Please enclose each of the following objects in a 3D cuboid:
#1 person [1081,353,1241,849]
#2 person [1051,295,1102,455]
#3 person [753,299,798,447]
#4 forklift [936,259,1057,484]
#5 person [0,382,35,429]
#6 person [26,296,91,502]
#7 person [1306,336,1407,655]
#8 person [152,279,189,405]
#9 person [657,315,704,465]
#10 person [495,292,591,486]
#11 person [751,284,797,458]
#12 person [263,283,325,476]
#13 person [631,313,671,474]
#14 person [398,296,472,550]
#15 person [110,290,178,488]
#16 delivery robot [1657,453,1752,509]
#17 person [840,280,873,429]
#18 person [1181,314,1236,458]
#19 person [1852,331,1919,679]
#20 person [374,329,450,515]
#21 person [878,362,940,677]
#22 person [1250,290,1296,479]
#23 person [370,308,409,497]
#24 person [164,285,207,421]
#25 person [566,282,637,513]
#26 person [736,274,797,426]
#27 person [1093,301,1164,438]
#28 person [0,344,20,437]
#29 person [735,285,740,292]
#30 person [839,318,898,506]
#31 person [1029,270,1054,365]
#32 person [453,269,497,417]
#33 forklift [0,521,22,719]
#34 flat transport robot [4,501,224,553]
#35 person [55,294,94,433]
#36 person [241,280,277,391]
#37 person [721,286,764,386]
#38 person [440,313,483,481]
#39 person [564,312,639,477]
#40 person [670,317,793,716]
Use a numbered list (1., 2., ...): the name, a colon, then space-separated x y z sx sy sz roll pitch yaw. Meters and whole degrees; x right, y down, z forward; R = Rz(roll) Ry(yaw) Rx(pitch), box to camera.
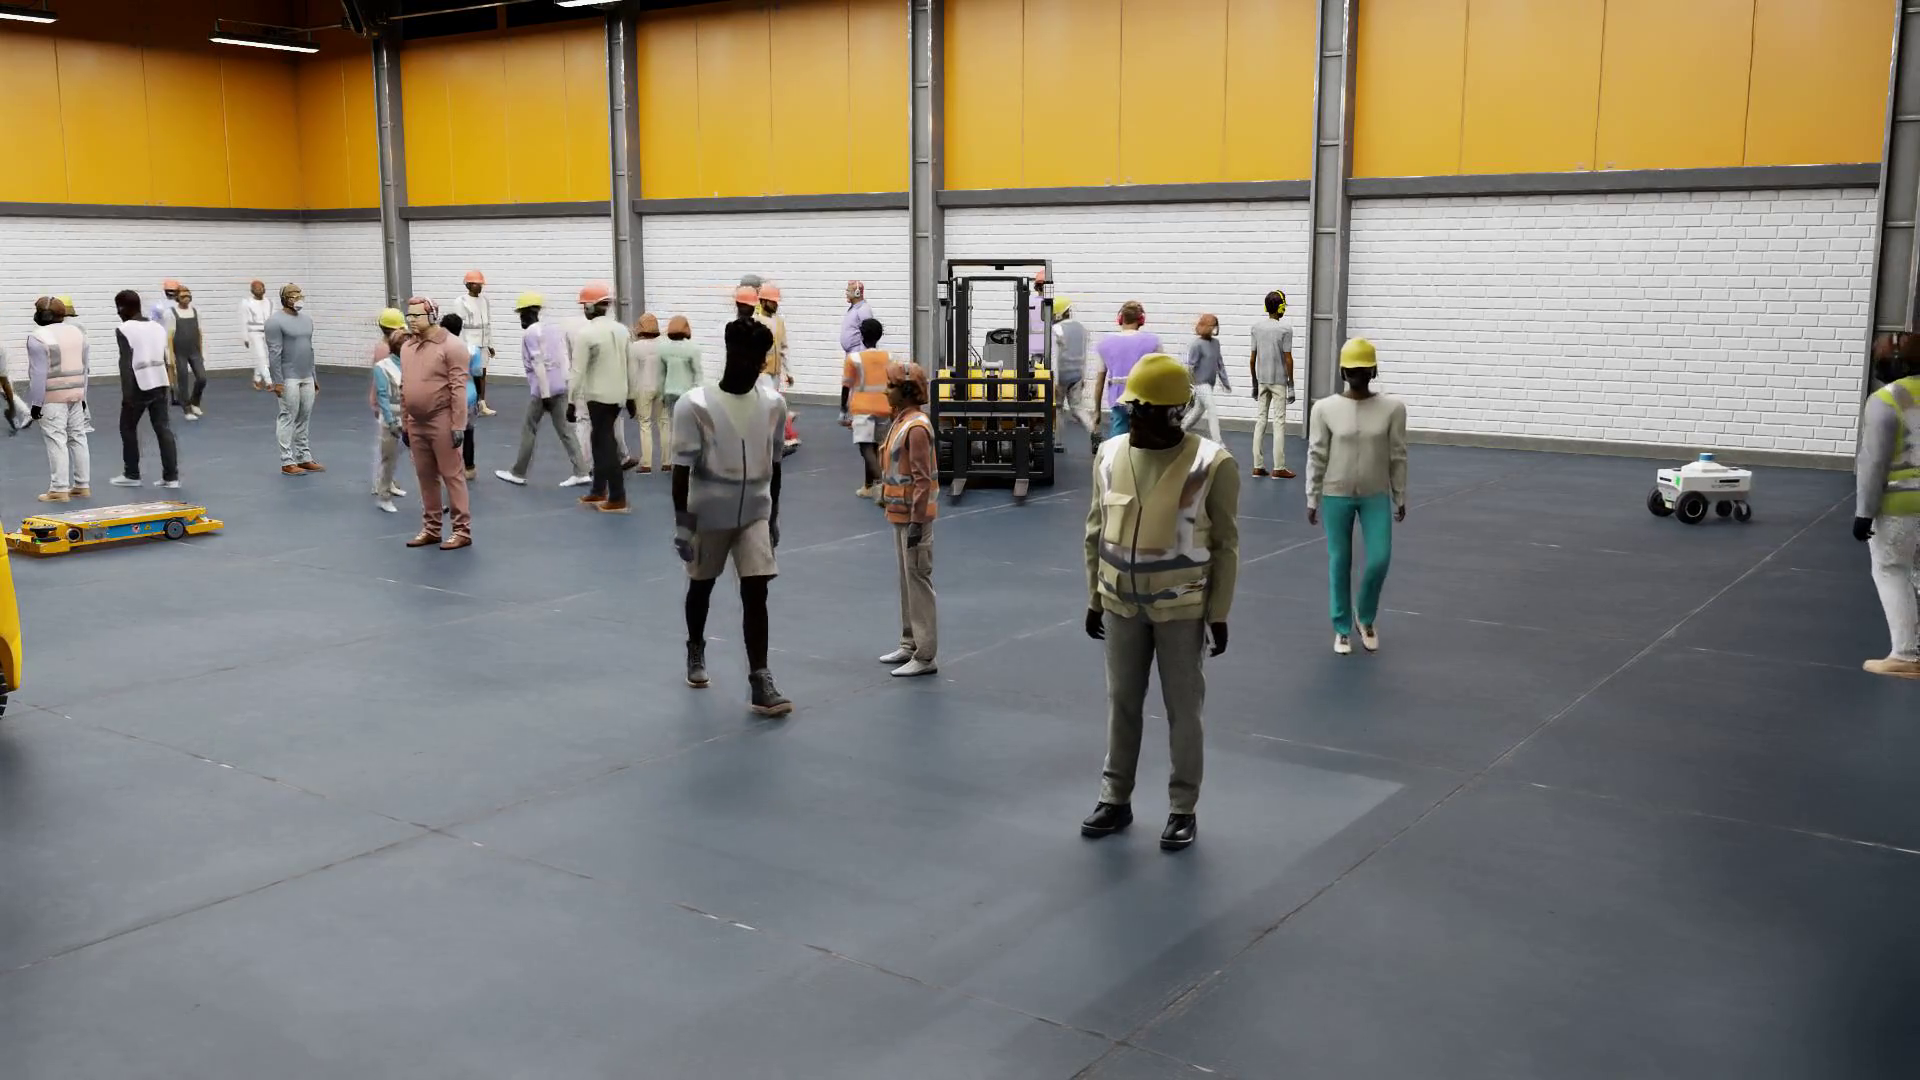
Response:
1. person: 0.723 0.226 6.153 0.591 1.828 0.404 6 11 30
2. person: 1.220 -1.795 18.291 0.590 1.791 0.770 -8 12 -38
3. person: -2.256 -1.902 19.145 0.895 1.726 0.529 2 10 12
4. forklift: 0.370 -1.738 16.759 1.214 2.155 2.313 1 10 3
5. person: -12.305 -2.191 21.245 0.793 1.610 0.519 -2 10 -11
6. person: -8.130 -1.265 14.986 0.429 1.844 0.632 2 10 13
7. person: 2.166 -0.233 9.097 0.554 1.750 0.390 1 10 8
8. person: -11.875 -2.985 25.127 0.551 1.893 0.983 -6 11 -30
9. person: -2.810 -1.449 16.730 0.542 1.616 0.394 4 10 22
10. person: -4.004 -1.432 15.940 0.999 1.861 0.598 2 10 13
11. person: -2.020 -1.841 18.238 0.874 1.902 0.563 7 12 37
12. person: -6.737 -1.627 16.855 0.368 1.939 0.632 3 10 16
13. person: -3.144 -1.482 16.898 0.498 1.634 0.280 -7 12 -34
14. person: -3.977 -0.875 12.515 0.646 1.902 0.401 5 11 28
15. person: -7.842 -1.429 15.848 0.845 1.871 0.663 3 10 19
16. delivery robot: 6.208 -0.481 13.866 0.707 0.478 0.477 -1 10 -8
17. person: -1.348 -2.392 21.503 0.407 1.910 0.639 -3 10 -20
18. person: 2.699 -1.716 18.444 0.889 1.582 0.508 7 12 35
19. person: 4.916 -0.178 8.646 0.659 1.811 0.462 -4 10 -23
20. person: -4.712 -0.990 14.102 0.899 1.585 0.514 9 13 43
21. person: -0.264 -0.110 8.709 0.309 1.639 0.523 -2 10 -12
22. person: 3.123 -1.541 16.551 0.508 1.872 0.328 9 13 43
23. person: -5.207 -1.241 15.189 0.440 1.734 0.640 -1 10 -9
24. person: -10.464 -2.523 22.509 0.399 1.833 0.501 9 13 42
25. person: -3.167 -1.219 14.316 0.776 1.967 0.653 5 11 27
26. person: -2.376 -2.166 19.764 0.705 2.000 0.679 -1 10 -3
27. person: 1.441 -1.086 13.974 0.704 1.823 0.514 4 10 22
28. person: -7.987 -1.000 13.524 0.531 1.835 0.959 -3 10 -20
29. person: -2.603 -2.188 20.420 0.312 1.864 0.535 0 10 3
30. person: -0.777 -1.142 14.793 0.536 1.663 0.832 -5 11 -29
31. person: 1.076 -2.447 21.434 0.616 2.039 0.387 3 10 17
32. person: -6.715 -2.728 23.096 0.366 2.047 0.608 6 11 30
33. forklift: -5.296 -0.090 6.943 1.214 2.155 2.313 7 12 35
34. flat transport robot: -6.530 -0.116 12.817 0.652 0.197 1.431 7 12 35
35. person: -11.208 -2.208 20.902 0.491 1.741 0.323 -3 10 -17
36. person: -11.685 -3.414 27.807 0.977 1.842 0.591 8 13 41
37. person: -2.341 -1.758 17.750 0.775 1.901 0.554 6 12 34
38. person: -4.880 -1.355 16.077 0.540 1.654 0.783 -3 10 -16
39. person: -3.613 -1.588 16.795 0.657 1.874 0.856 3 10 16
40. person: -1.127 -0.138 8.139 0.620 1.897 1.058 -4 10 -24
